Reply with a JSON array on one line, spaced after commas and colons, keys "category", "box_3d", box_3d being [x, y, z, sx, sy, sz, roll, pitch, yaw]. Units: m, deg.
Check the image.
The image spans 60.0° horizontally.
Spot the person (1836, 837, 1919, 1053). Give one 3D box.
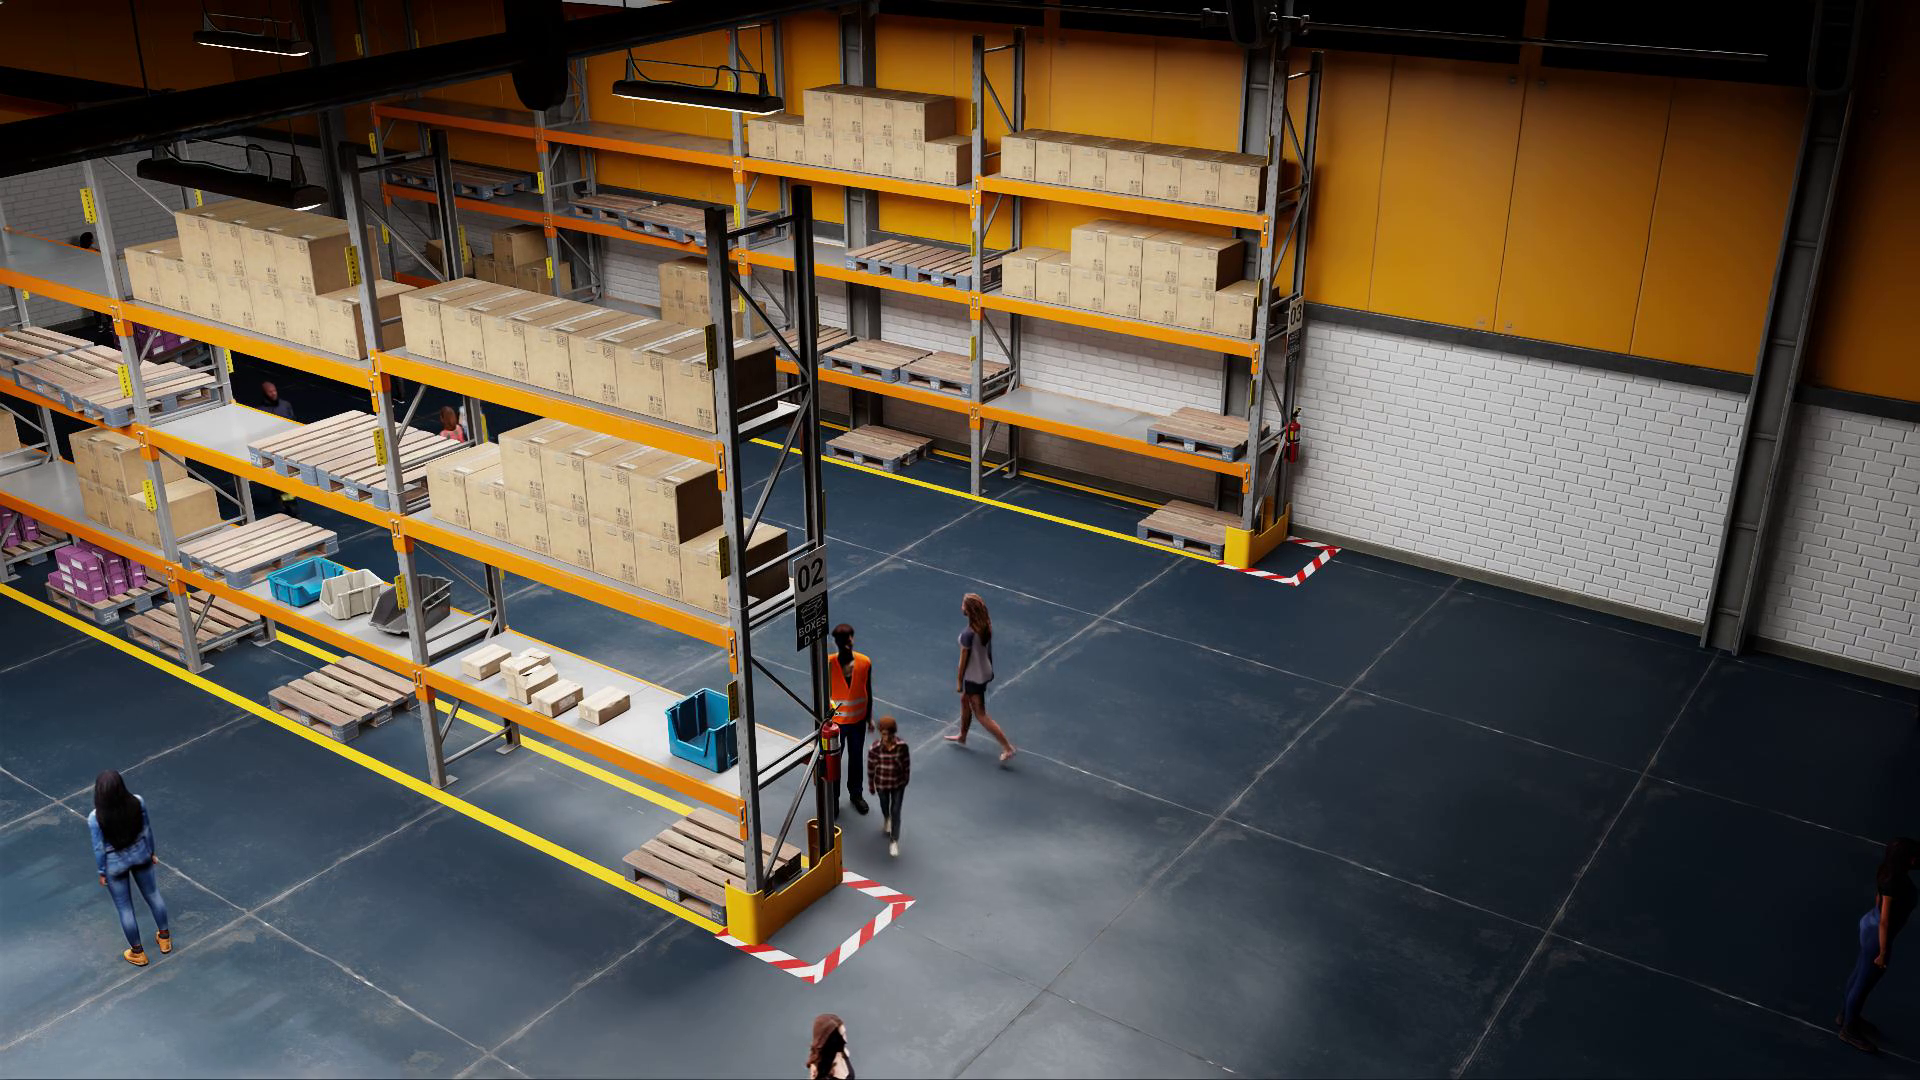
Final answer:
[{"category": "person", "box_3d": [6.748, 2.929, 12.230, 0.559, 1.739, 0.585, 12, 26, 25]}]

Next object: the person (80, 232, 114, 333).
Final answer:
[{"category": "person", "box_3d": [-15.203, -4.549, 29.299, 0.635, 1.770, 0.747, 2, 24, 4]}]

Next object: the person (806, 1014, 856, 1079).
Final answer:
[{"category": "person", "box_3d": [-0.815, 3.696, 10.467, 0.603, 1.746, 0.647, 7, 25, 16]}]

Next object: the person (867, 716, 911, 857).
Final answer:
[{"category": "person", "box_3d": [-0.624, 2.097, 14.725, 0.908, 1.266, 0.914, -1, 24, -3]}]

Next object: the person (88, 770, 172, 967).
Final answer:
[{"category": "person", "box_3d": [-6.548, 2.561, 13.104, 0.533, 1.713, 0.616, 19, 30, 36]}]

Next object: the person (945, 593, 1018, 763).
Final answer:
[{"category": "person", "box_3d": [0.240, 1.344, 15.917, 1.094, 1.690, 0.669, 12, 27, 26]}]

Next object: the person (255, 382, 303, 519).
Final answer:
[{"category": "person", "box_3d": [-8.892, -1.204, 21.605, 1.021, 1.803, 0.735, 17, 29, 33]}]

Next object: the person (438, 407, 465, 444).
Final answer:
[{"category": "person", "box_3d": [-6.369, -0.876, 20.981, 0.642, 1.702, 0.673, 8, 25, 18]}]

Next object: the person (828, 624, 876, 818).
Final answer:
[{"category": "person", "box_3d": [-1.038, 1.600, 15.086, 0.791, 1.888, 0.838, -6, 24, -14]}]
